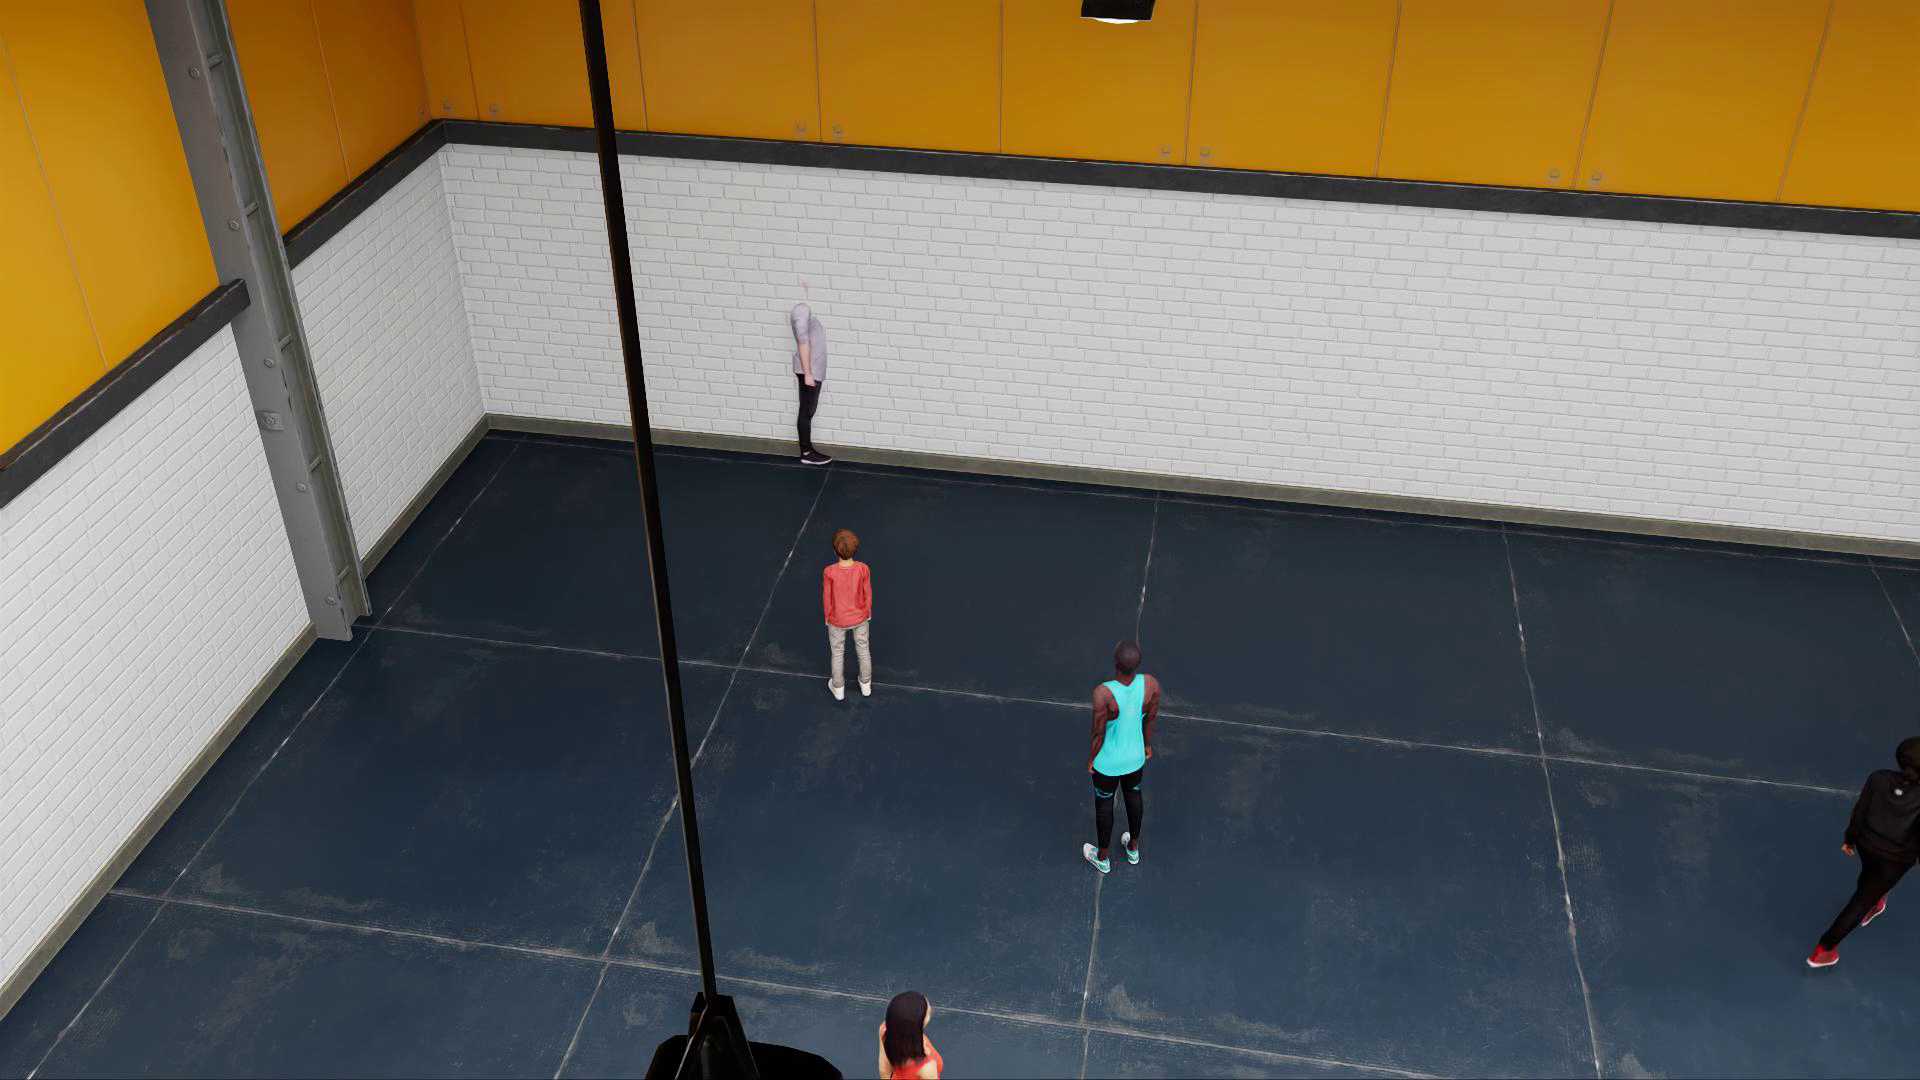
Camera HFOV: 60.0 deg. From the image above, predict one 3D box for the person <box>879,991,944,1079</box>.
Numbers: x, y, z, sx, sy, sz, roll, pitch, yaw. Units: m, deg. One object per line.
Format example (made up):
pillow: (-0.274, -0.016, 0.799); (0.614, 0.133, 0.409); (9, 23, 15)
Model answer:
person: (-0.235, 2.893, 8.400); (0.702, 1.719, 0.669); (-28, 43, -35)

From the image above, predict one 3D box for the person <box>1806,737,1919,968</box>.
person: (5.488, 1.911, 9.957); (1.093, 1.632, 1.092); (-18, 38, -25)

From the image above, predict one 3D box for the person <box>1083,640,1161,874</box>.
person: (1.022, 1.375, 10.602); (0.676, 1.811, 0.675); (-11, 35, -16)

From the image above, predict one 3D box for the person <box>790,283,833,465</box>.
person: (-1.356, -1.579, 15.022); (0.745, 1.838, 0.561); (2, 34, 2)

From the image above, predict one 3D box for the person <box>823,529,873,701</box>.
person: (-0.819, 0.548, 12.204); (0.572, 1.415, 0.572); (-6, 34, -10)
